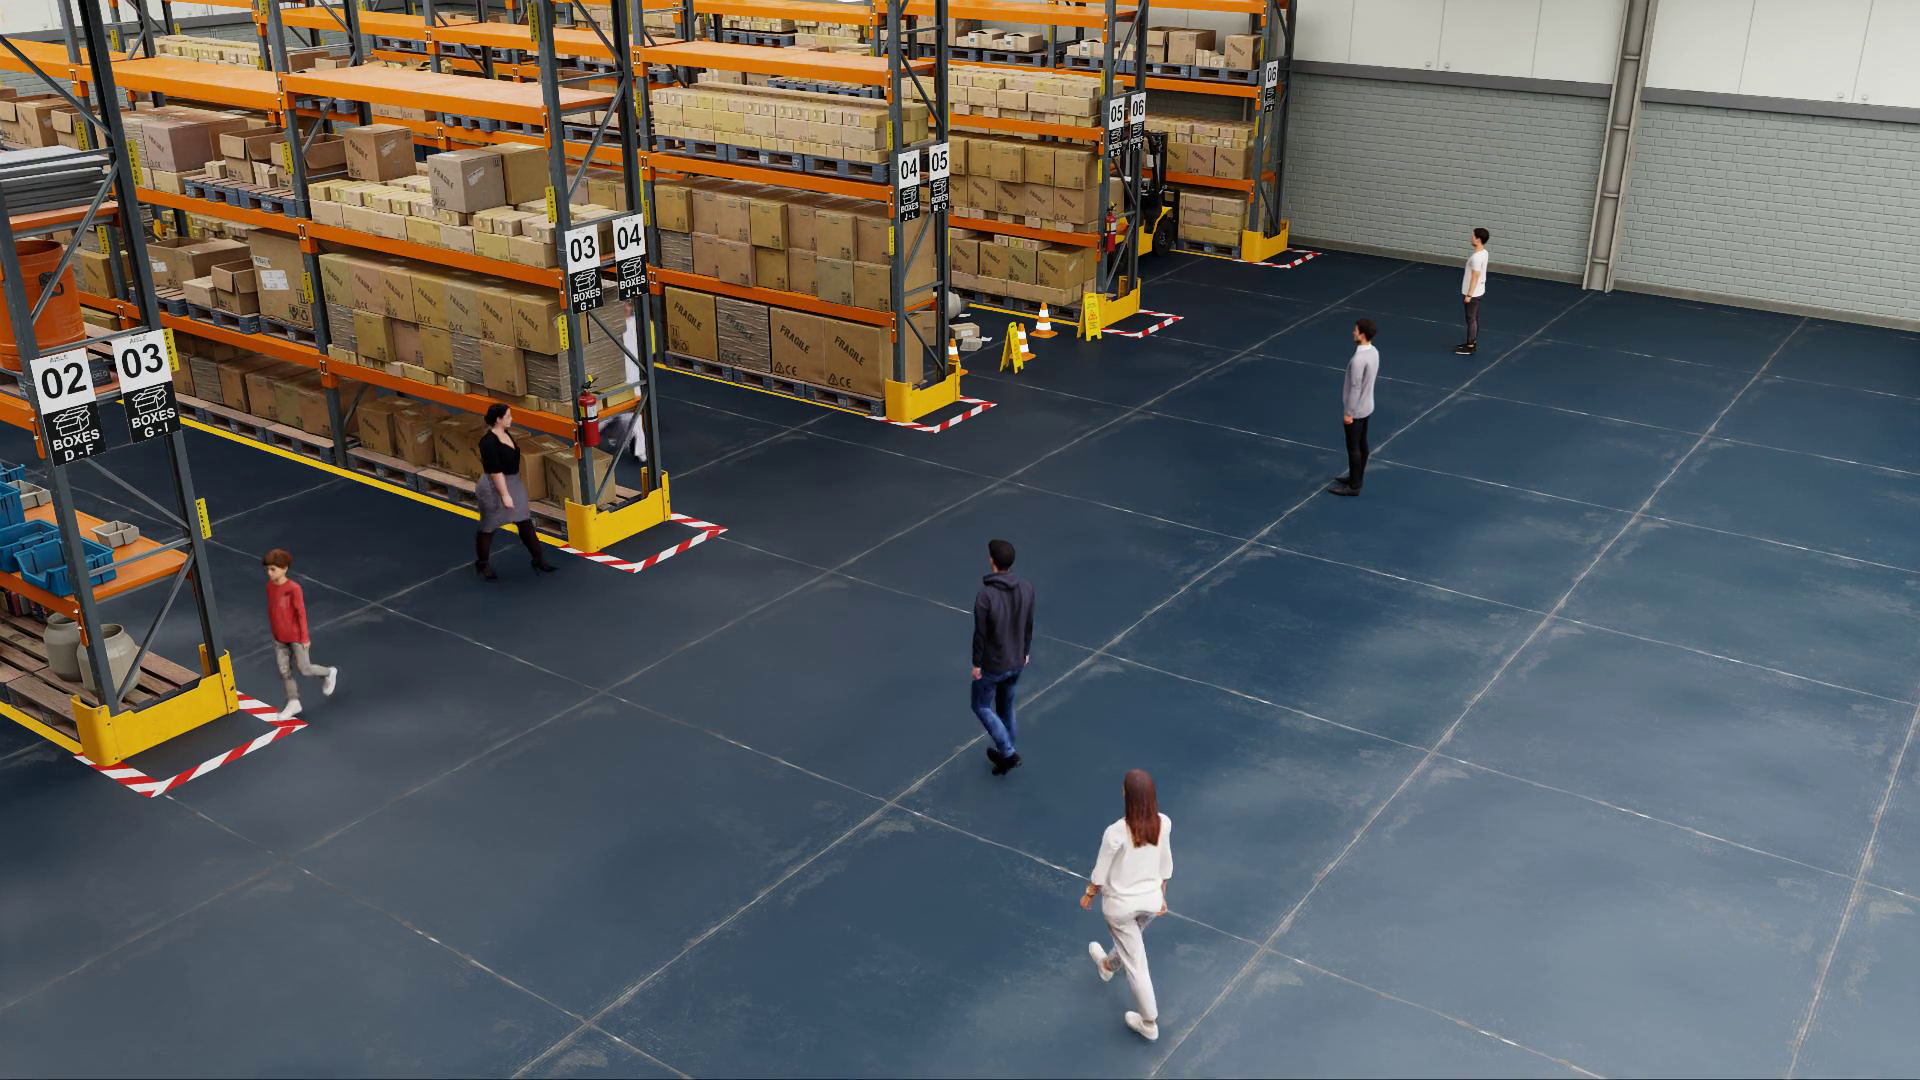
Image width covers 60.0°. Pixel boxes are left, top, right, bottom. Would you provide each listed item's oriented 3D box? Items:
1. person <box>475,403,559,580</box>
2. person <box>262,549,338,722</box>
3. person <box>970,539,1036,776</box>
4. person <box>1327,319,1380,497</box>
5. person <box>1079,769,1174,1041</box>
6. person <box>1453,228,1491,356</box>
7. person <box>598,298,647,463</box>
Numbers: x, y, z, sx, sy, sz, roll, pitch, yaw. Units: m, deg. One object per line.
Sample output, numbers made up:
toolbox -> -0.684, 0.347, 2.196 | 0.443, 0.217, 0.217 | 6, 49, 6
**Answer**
person -> -4.405, -0.426, 15.585 | 1.117, 1.716, 0.909 | 6, 24, 15
person -> -5.304, 0.722, 13.290 | 0.799, 1.399, 0.690 | 9, 25, 21
person -> 0.343, 0.924, 12.208 | 0.830, 1.875, 0.902 | -15, 27, -31
person -> 4.241, -1.415, 17.647 | 0.655, 1.923, 0.755 | 12, 26, 27
person -> 1.043, 2.140, 9.635 | 0.894, 1.651, 1.129 | -13, 26, -29
person -> 6.973, -3.383, 22.532 | 0.567, 1.722, 0.652 | 12, 26, 25
person -> -3.781, -1.847, 18.682 | 0.845, 1.908, 1.064 | -16, 28, -33
